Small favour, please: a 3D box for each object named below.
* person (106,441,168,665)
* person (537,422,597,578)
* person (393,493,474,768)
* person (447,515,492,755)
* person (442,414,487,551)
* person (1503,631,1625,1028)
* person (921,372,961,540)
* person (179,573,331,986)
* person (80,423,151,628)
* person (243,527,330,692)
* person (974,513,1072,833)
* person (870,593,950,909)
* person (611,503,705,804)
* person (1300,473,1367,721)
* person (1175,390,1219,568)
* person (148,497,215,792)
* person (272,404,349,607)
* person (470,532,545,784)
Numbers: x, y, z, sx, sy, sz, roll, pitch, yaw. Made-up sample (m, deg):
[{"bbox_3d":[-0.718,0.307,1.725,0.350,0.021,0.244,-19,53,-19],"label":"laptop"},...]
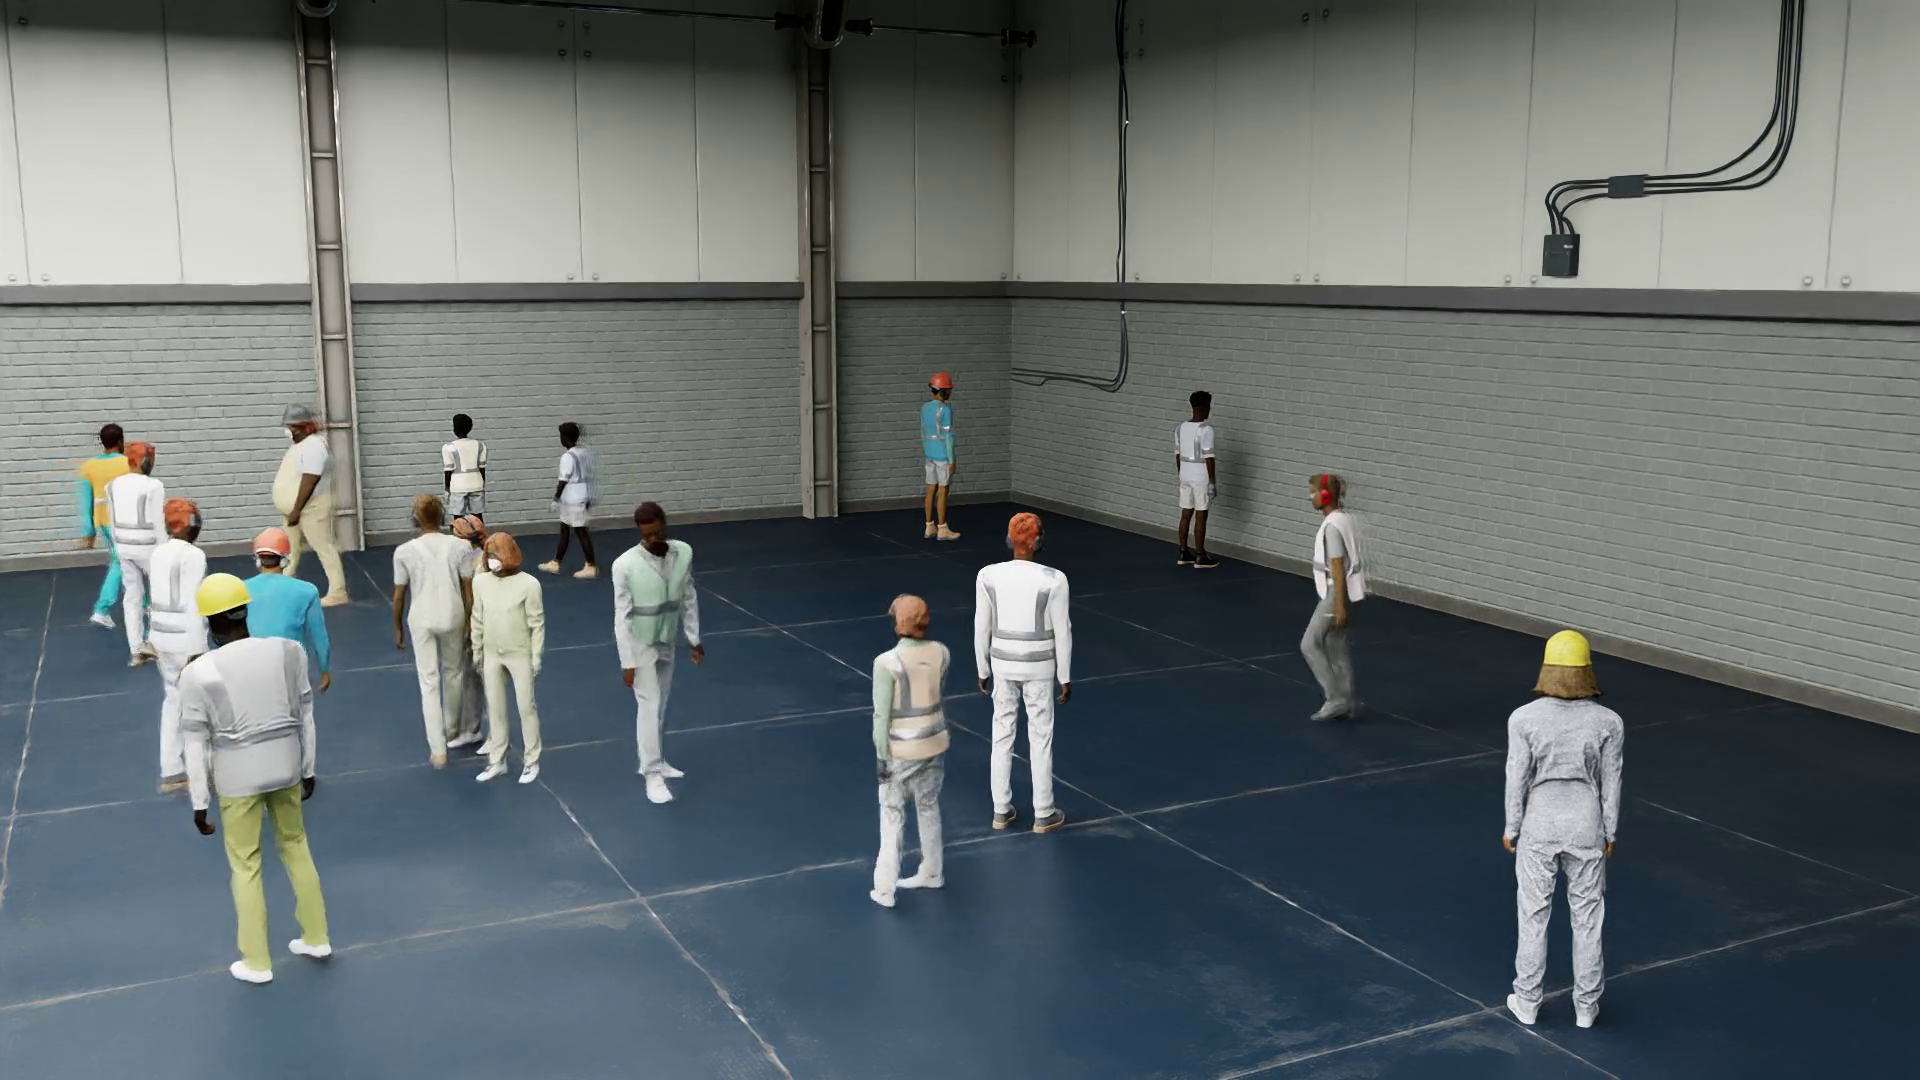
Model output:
[{"bbox_3d":[-6.827,0.103,13.901,0.603,1.867,0.481,3,10,17],"label":"person"},{"bbox_3d":[-4.221,-0.419,17.729,0.731,1.666,0.547,0,9,2],"label":"person"},{"bbox_3d":[-3.544,0.577,11.214,0.520,1.799,0.868,-4,10,-23],"label":"person"},{"bbox_3d":[-3.301,0.638,11.329,0.514,1.640,0.310,7,11,37],"label":"person"},{"bbox_3d":[-5.513,-0.561,18.532,0.318,1.700,0.535,9,13,42],"label":"person"},{"bbox_3d":[2.611,1.254,7.240,0.483,1.736,0.311,2,9,12],"label":"person"},{"bbox_3d":[-0.231,-1.020,20.309,0.374,2.043,0.612,-6,11,-34],"label":"person"},{"bbox_3d":[-3.282,1.094,7.706,0.430,1.906,0.599,8,12,42],"label":"person"},{"bbox_3d":[-7.846,-0.145,15.456,0.586,1.879,1.001,2,9,9],"label":"person"},{"bbox_3d":[-4.207,0.775,10.261,0.575,1.717,0.864,-1,9,-6],"label":"person"},{"bbox_3d":[0.374,0.774,9.741,0.585,1.882,0.337,3,10,20],"label":"person"},{"bbox_3d":[-0.259,1.085,8.626,0.511,1.630,0.348,-8,12,-40],"label":"person"},{"bbox_3d":[-1.896,0.677,10.402,0.777,1.861,0.638,7,12,37],"label":"person"},{"bbox_3d":[2.693,0.430,12.032,0.482,1.820,0.617,3,10,18],"label":"person"},{"bbox_3d":[2.632,-0.677,18.427,0.361,1.965,0.613,-6,11,-31],"label":"person"},{"bbox_3d":[-4.950,0.660,10.557,0.618,1.845,0.490,7,11,35],"label":"person"},{"bbox_3d":[-6.424,-0.340,16.125,0.881,2.000,0.690,-7,12,-37],"label":"person"},{"bbox_3d":[-2.897,0.752,10.651,0.507,1.630,0.268,3,10,15],"label":"person"}]
